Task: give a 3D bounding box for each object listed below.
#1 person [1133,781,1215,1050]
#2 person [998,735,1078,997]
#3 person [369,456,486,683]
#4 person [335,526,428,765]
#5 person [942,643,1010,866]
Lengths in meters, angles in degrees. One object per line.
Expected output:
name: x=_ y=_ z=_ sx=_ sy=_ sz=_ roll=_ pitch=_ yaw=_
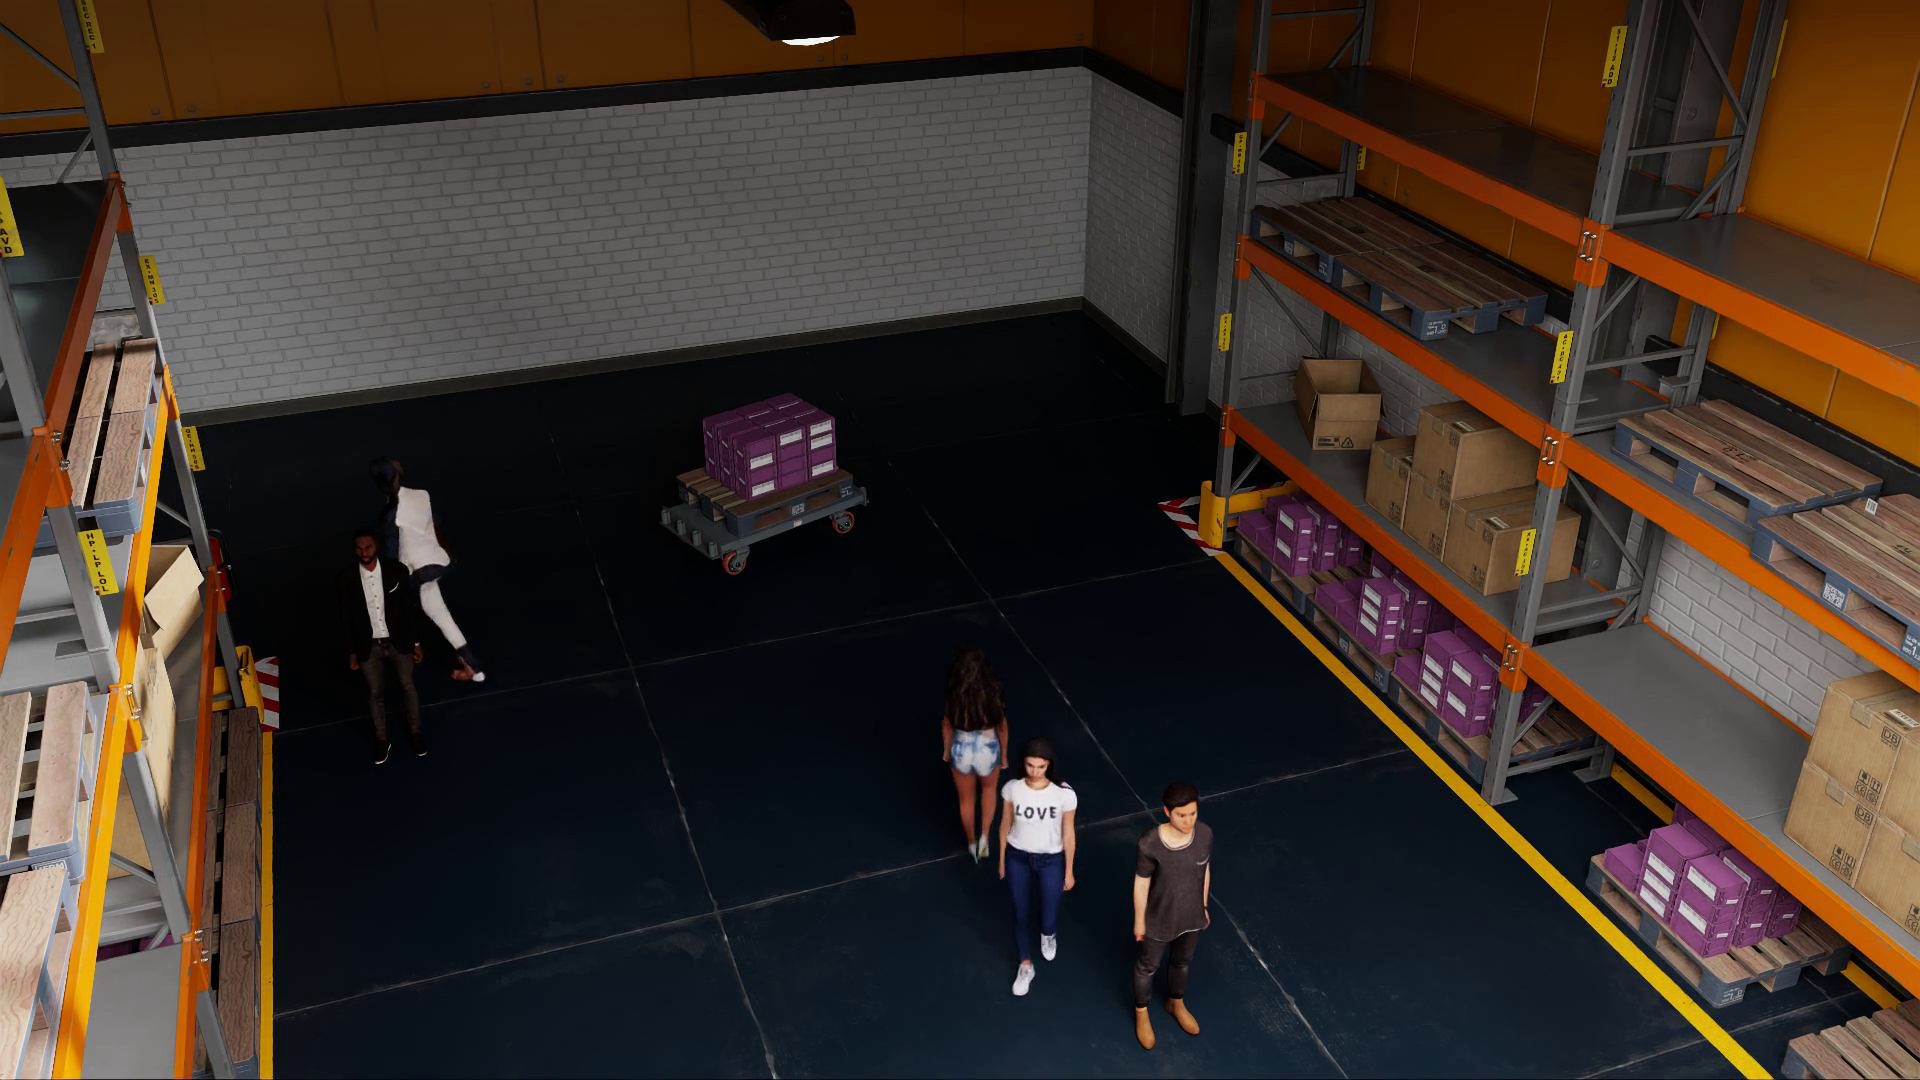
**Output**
person: x=1.170 y=2.038 z=9.222 sx=0.611 sy=1.717 sz=0.529 roll=-9 pitch=30 yaw=-17
person: x=0.455 y=1.819 z=9.574 sx=0.790 sy=1.765 sz=0.862 roll=7 pitch=29 yaw=13
person: x=-3.905 y=0.274 z=12.333 sx=1.242 sy=1.834 sz=1.260 roll=9 pitch=30 yaw=16
person: x=-4.011 y=0.716 z=11.561 sx=0.649 sy=1.799 sz=0.538 roll=-9 pitch=30 yaw=-17
person: x=0.098 y=1.413 z=10.476 sx=0.657 sy=1.614 sz=0.693 roll=-1 pitch=29 yaw=-2
